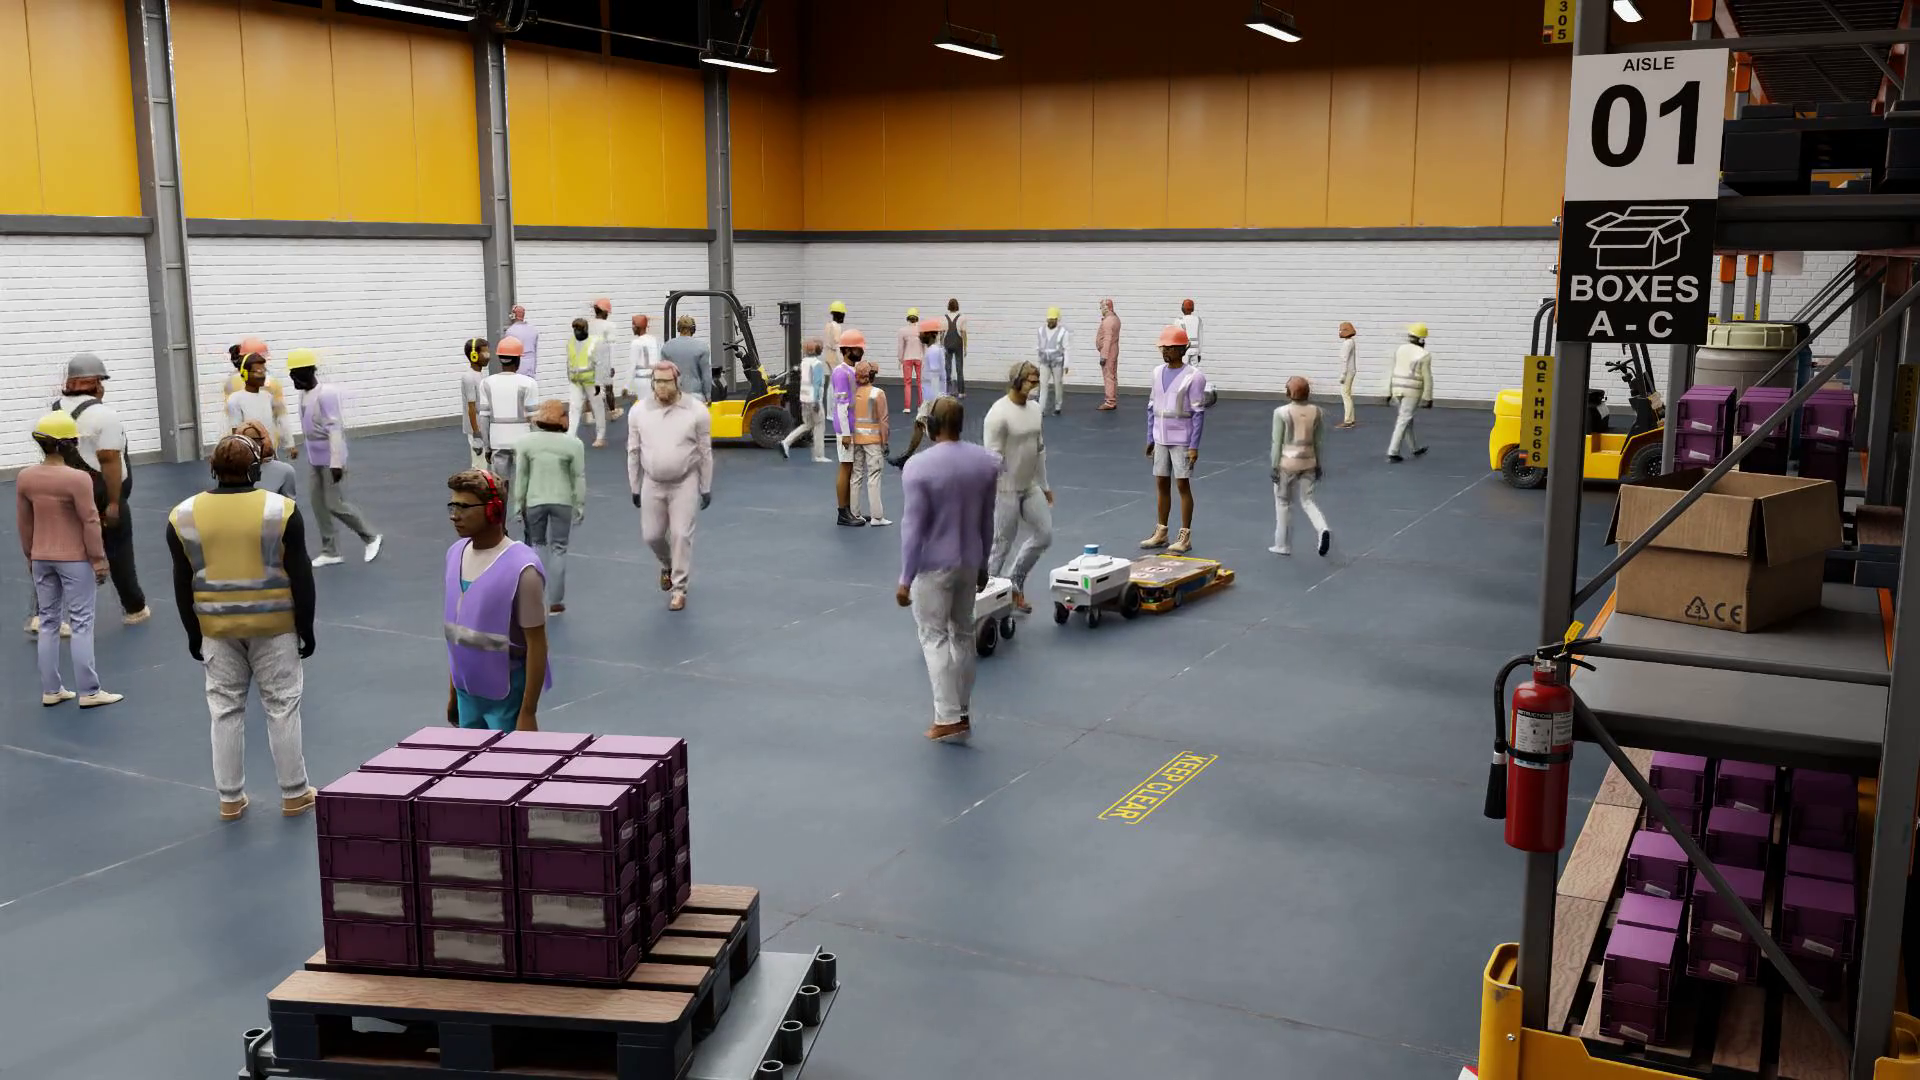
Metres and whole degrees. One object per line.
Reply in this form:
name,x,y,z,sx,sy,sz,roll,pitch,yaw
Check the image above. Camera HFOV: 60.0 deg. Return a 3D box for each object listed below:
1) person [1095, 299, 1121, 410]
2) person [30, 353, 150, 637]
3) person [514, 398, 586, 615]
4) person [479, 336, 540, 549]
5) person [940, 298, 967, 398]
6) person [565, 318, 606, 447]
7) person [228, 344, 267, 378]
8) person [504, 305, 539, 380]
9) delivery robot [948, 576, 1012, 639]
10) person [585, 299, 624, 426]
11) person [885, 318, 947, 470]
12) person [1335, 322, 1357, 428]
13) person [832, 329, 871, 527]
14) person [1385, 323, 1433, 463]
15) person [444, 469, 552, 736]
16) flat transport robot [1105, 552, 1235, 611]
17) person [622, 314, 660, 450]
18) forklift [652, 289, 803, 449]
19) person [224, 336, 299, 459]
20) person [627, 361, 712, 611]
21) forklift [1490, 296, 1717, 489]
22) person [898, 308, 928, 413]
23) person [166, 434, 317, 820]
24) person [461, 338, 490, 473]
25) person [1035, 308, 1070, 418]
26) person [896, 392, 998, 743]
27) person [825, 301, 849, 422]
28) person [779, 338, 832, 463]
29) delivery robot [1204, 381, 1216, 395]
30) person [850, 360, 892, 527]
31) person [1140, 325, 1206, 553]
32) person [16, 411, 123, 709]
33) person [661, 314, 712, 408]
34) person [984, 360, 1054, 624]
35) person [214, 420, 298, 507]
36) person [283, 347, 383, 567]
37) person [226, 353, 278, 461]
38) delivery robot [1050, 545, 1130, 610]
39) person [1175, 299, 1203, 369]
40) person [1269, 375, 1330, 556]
person,2.524,-3.174,28.515,0.406,1.903,0.639,3,10,19
person,-6.202,-0.349,11.749,0.688,2.000,0.937,2,10,13
person,-3.051,-0.247,12.401,0.524,1.604,0.402,0,10,-2
person,-4.050,-0.870,15.064,0.548,1.937,0.379,1,10,6
person,-0.125,-3.545,30.818,0.506,1.846,0.350,1,10,6
person,-5.159,-2.131,22.763,0.642,1.788,0.958,3,10,18
person,-8.183,-1.425,19.133,0.545,1.638,0.815,5,11,27
person,-6.595,-2.556,24.915,0.407,1.910,0.639,5,11,26
delivery robot,0.085,0.413,11.365,0.477,0.478,0.707,5,11,25
person,-5.636,-2.786,26.069,0.647,1.970,1.105,3,10,15
person,-0.417,-1.780,20.478,0.992,1.881,0.574,1,10,8
person,5.971,-2.542,25.654,0.282,1.623,0.497,4,10,20
person,-1.072,-1.110,16.445,0.349,1.942,0.545,2,10,10
person,5.840,-1.892,21.431,0.926,1.778,0.603,-6,12,-32
person,-1.853,0.627,6.662,0.567,1.845,0.386,8,12,38
flat transport robot,1.566,0.311,13.046,0.652,0.197,1.431,6,12,32
person,-4.350,-2.082,22.273,0.740,1.862,0.595,3,10,18
forklift,-3.358,-2.392,23.136,2.313,2.155,1.214,-1,10,-5
person,-6.427,-0.915,15.372,0.556,1.919,0.563,3,10,16
person,-2.198,-0.431,12.678,0.647,1.890,0.616,0,10,1
forklift,7.296,-1.677,18.993,2.313,2.155,1.214,5,11,27
person,-0.783,-3.001,27.899,0.522,1.769,0.317,-1,10,-7
person,-3.371,0.417,7.893,0.627,1.844,0.429,-2,10,-9
person,-4.647,-1.016,16.136,0.328,1.862,0.513,-1,10,-8
person,1.497,-2.887,27.173,0.615,1.800,0.771,4,11,21
person,-0.081,0.146,9.220,0.631,1.947,0.421,-9,13,-41
person,-1.953,-2.845,26.534,0.387,1.922,0.593,-3,10,-19
person,-1.969,-1.774,21.257,0.602,1.620,0.518,-6,12,-31
delivery robot,4.125,-2.674,29.238,0.707,0.478,0.477,3,10,18
person,-0.914,-0.949,16.383,0.514,1.641,0.308,7,12,33
person,1.907,-0.903,14.947,0.377,2.045,0.605,-9,13,-42
person,-5.284,0.119,9.839,0.535,1.767,0.316,2,10,14
person,-3.325,-1.782,20.343,0.634,1.939,0.367,2,10,10
person,0.401,-0.350,12.117,0.513,1.912,0.648,7,12,35
person,-4.490,0.043,10.655,0.499,1.634,0.278,-5,11,-25
person,-5.384,-0.708,14.267,0.691,1.894,0.622,-9,14,-43
person,-5.795,-0.608,13.743,0.328,1.873,0.512,2,10,13
delivery robot,0.951,0.280,12.137,0.477,0.478,0.707,6,12,32
person,3.971,-3.250,29.001,0.573,1.883,0.356,-4,11,-23
person,3.002,-0.636,14.645,0.517,1.618,0.634,-4,11,-22
